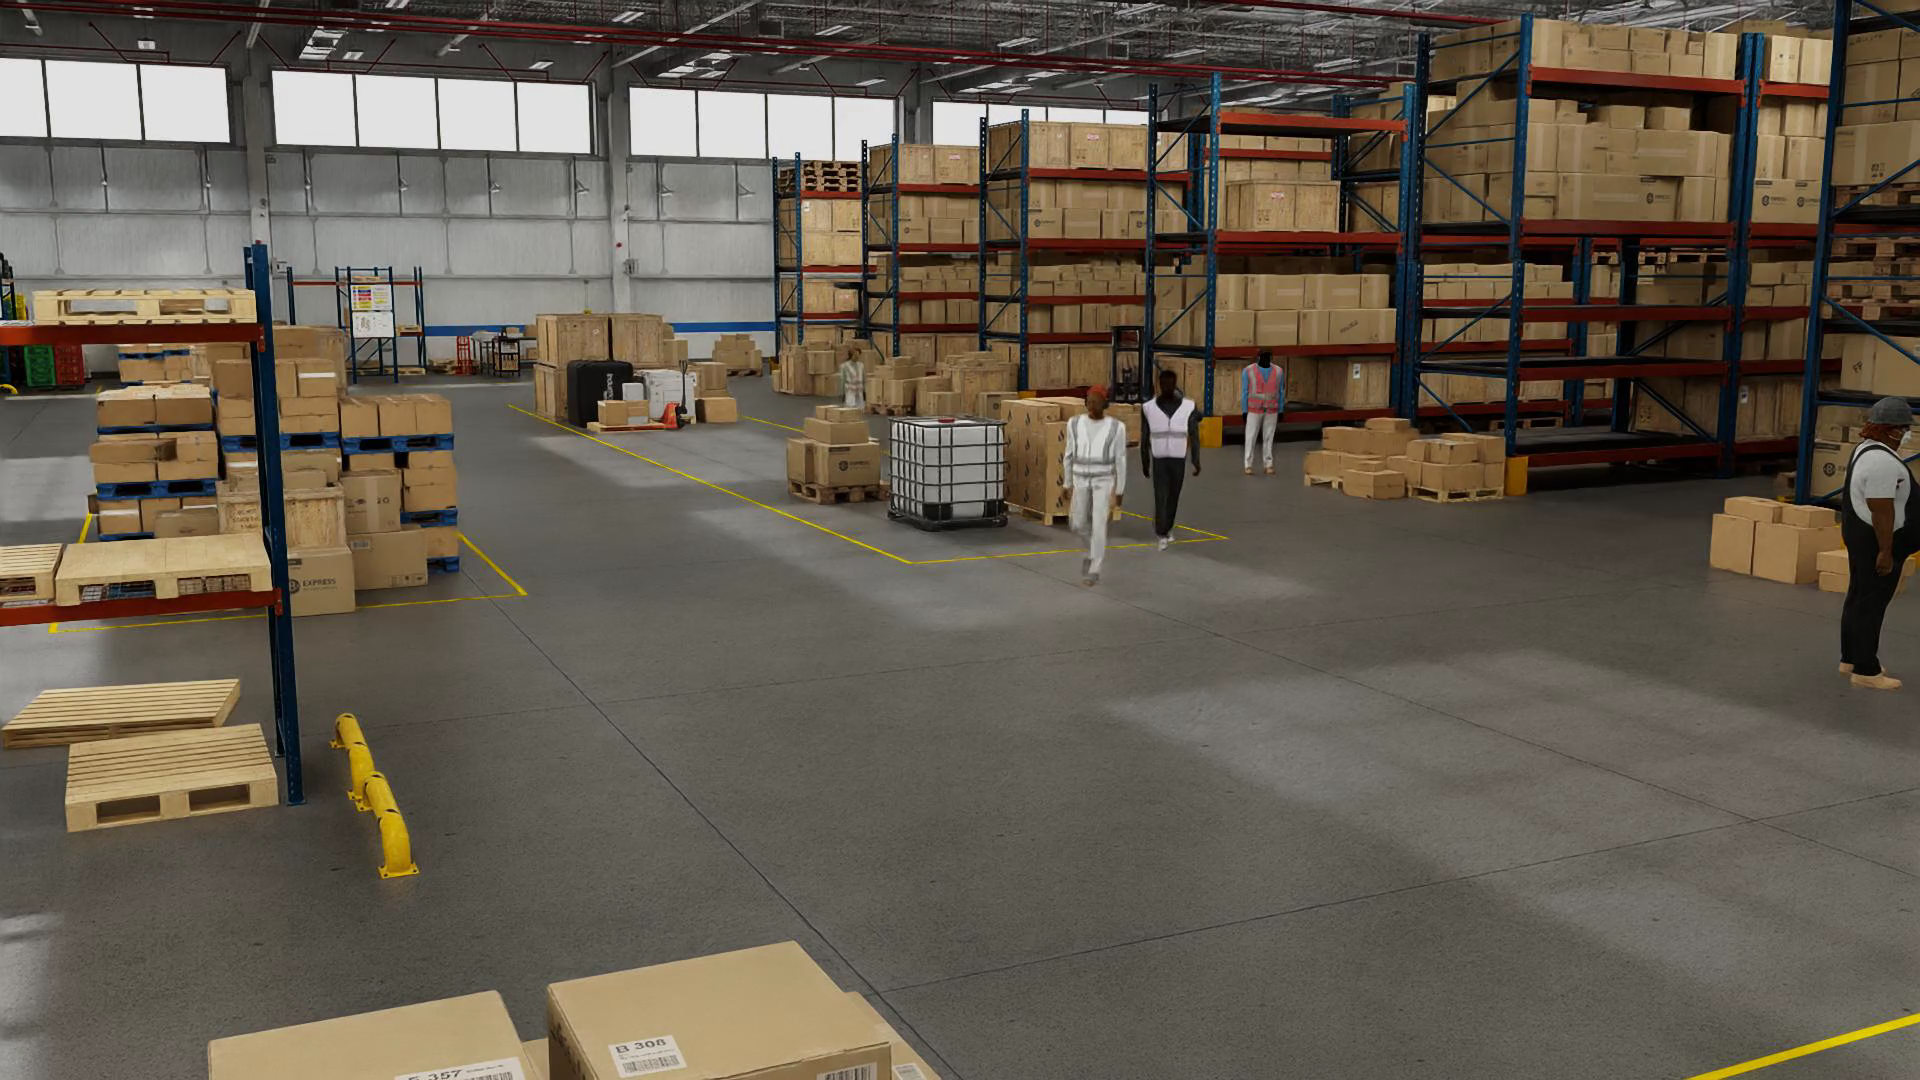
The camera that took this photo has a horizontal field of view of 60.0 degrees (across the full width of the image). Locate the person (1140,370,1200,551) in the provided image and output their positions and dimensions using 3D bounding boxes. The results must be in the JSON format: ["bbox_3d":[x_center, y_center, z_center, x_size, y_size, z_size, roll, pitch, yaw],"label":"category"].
[{"bbox_3d":[2.205,-0.861,17.562,0.605,1.876,0.989,0,9,1],"label":"person"}]

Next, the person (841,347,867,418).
[{"bbox_3d":[-1.850,-2.505,28.534,0.515,1.624,0.494,-7,12,-39],"label":"person"}]

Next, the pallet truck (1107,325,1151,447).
[{"bbox_3d":[2.881,-2.596,27.923,0.823,1.965,1.885,-1,9,-7],"label":"pallet truck"}]

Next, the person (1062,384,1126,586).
[{"bbox_3d":[1.239,-0.512,15.384,0.615,1.870,0.441,4,10,21],"label":"person"}]

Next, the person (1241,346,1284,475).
[{"bbox_3d":[4.323,-1.843,23.737,0.623,1.845,0.430,-1,9,-4],"label":"person"}]

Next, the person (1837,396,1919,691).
[{"bbox_3d":[6.460,0.009,11.626,0.538,2.000,0.690,3,10,16],"label":"person"}]

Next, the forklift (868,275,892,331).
[{"bbox_3d":[-2.108,-5.547,43.503,1.873,2.768,1.129,-4,10,-25],"label":"forklift"}]
